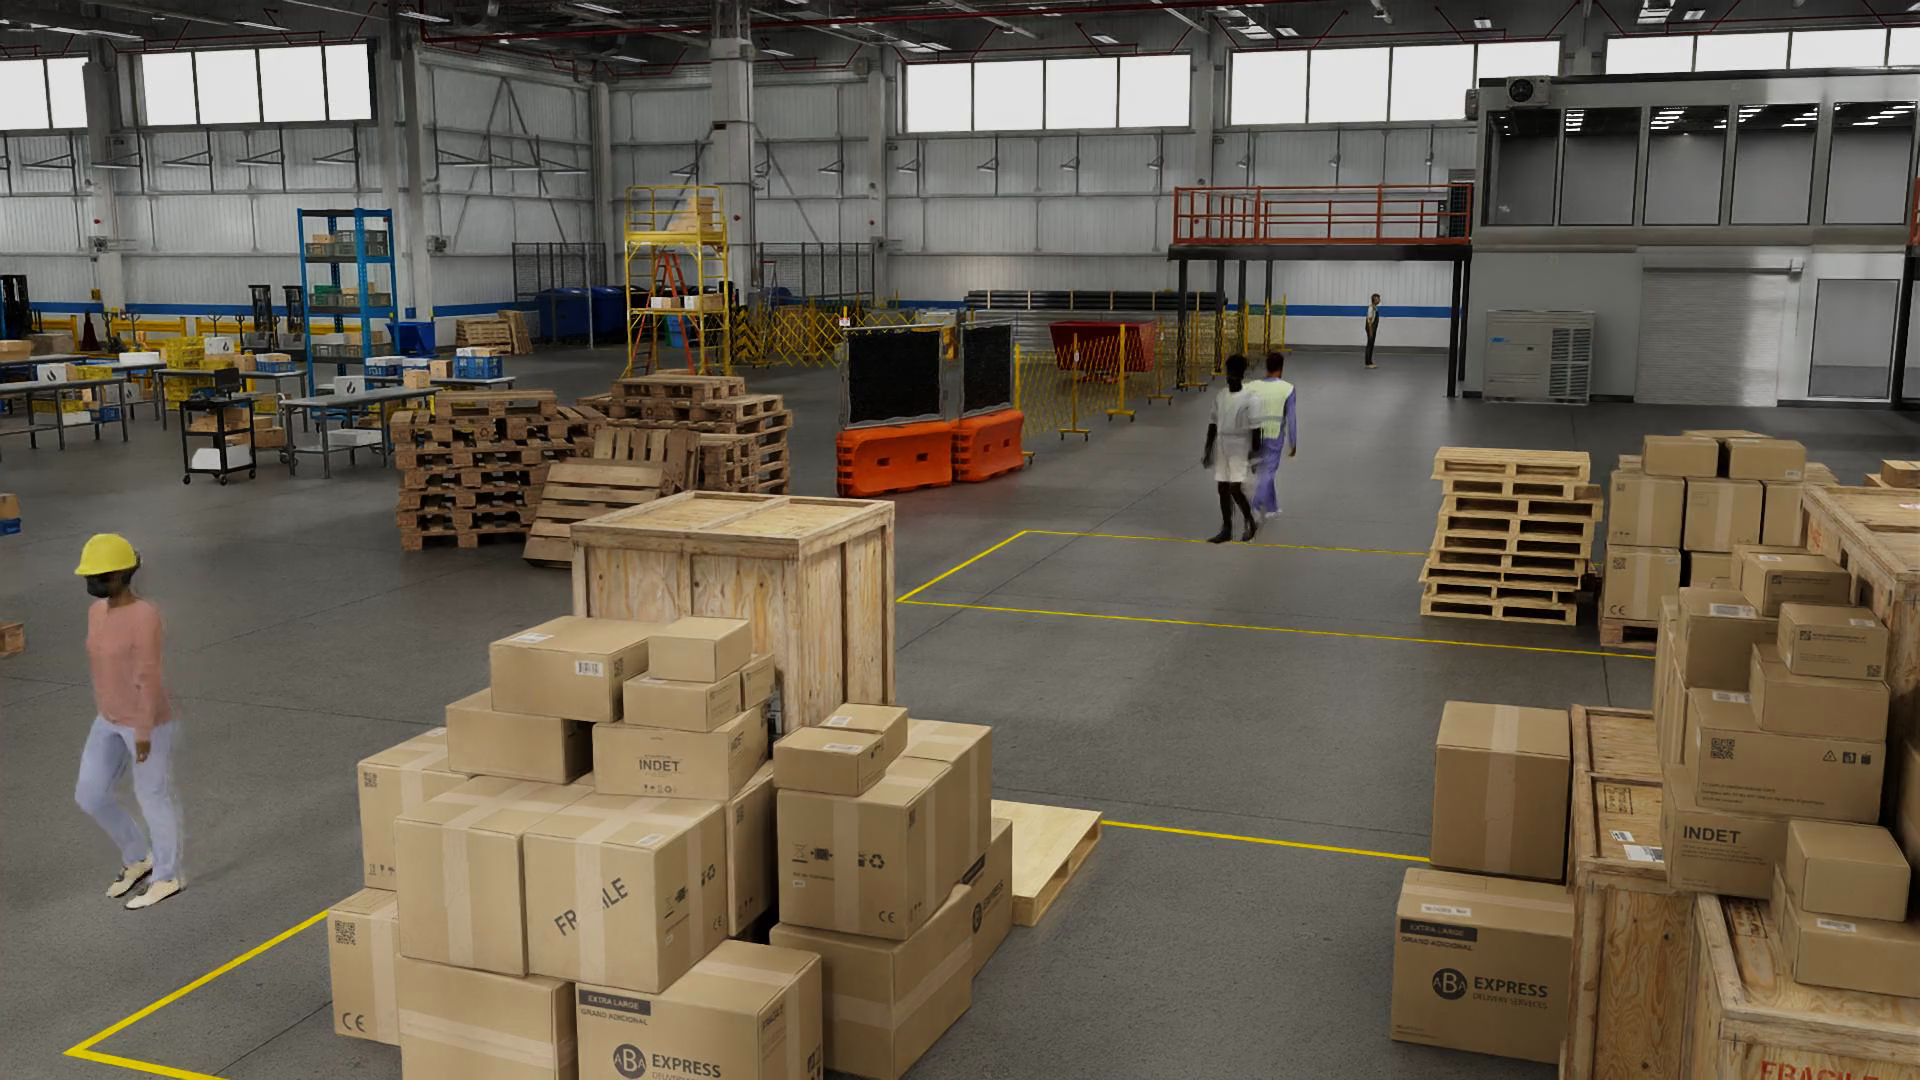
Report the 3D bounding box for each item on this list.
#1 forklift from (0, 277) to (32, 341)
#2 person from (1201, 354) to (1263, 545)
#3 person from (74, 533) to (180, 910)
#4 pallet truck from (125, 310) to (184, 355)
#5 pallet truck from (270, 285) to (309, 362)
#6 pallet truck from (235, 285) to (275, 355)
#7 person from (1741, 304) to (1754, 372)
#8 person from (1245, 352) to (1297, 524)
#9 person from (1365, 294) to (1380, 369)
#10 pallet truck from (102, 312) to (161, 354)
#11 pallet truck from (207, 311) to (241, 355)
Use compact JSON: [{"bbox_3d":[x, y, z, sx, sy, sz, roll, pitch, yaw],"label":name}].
[{"bbox_3d":[-27.151,-6.329,46.328,1.157,1.987,2.680,3,11,17],"label":"forklift"},{"bbox_3d":[2.744,-0.899,16.767,0.396,1.953,0.648,-7,12,-33],"label":"person"},{"bbox_3d":[-3.791,0.834,7.569,0.528,1.752,0.397,5,11,27],"label":"person"},{"bbox_3d":[-22.038,-5.665,45.457,0.704,1.261,1.522,3,11,17],"label":"pallet truck"},{"bbox_3d":[-17.147,-5.700,43.663,0.823,1.965,1.885,3,11,17],"label":"pallet truck"},{"bbox_3d":[-18.327,-5.835,44.421,0.823,1.965,1.885,4,11,23],"label":"pallet truck"},{"bbox_3d":[18.063,-4.685,38.308,0.508,1.865,0.329,-5,11,-26],"label":"person"},{"bbox_3d":[3.389,-1.131,18.293,0.594,1.873,0.968,7,12,36],"label":"person"},{"bbox_3d":[10.157,-5.136,40.924,0.351,1.843,0.506,5,11,25],"label":"person"},{"bbox_3d":[-23.057,-5.777,46.261,0.680,1.201,1.601,3,11,19],"label":"pallet truck"},{"bbox_3d":[-19.537,-5.575,44.913,0.653,1.274,1.630,3,11,19],"label":"pallet truck"}]
